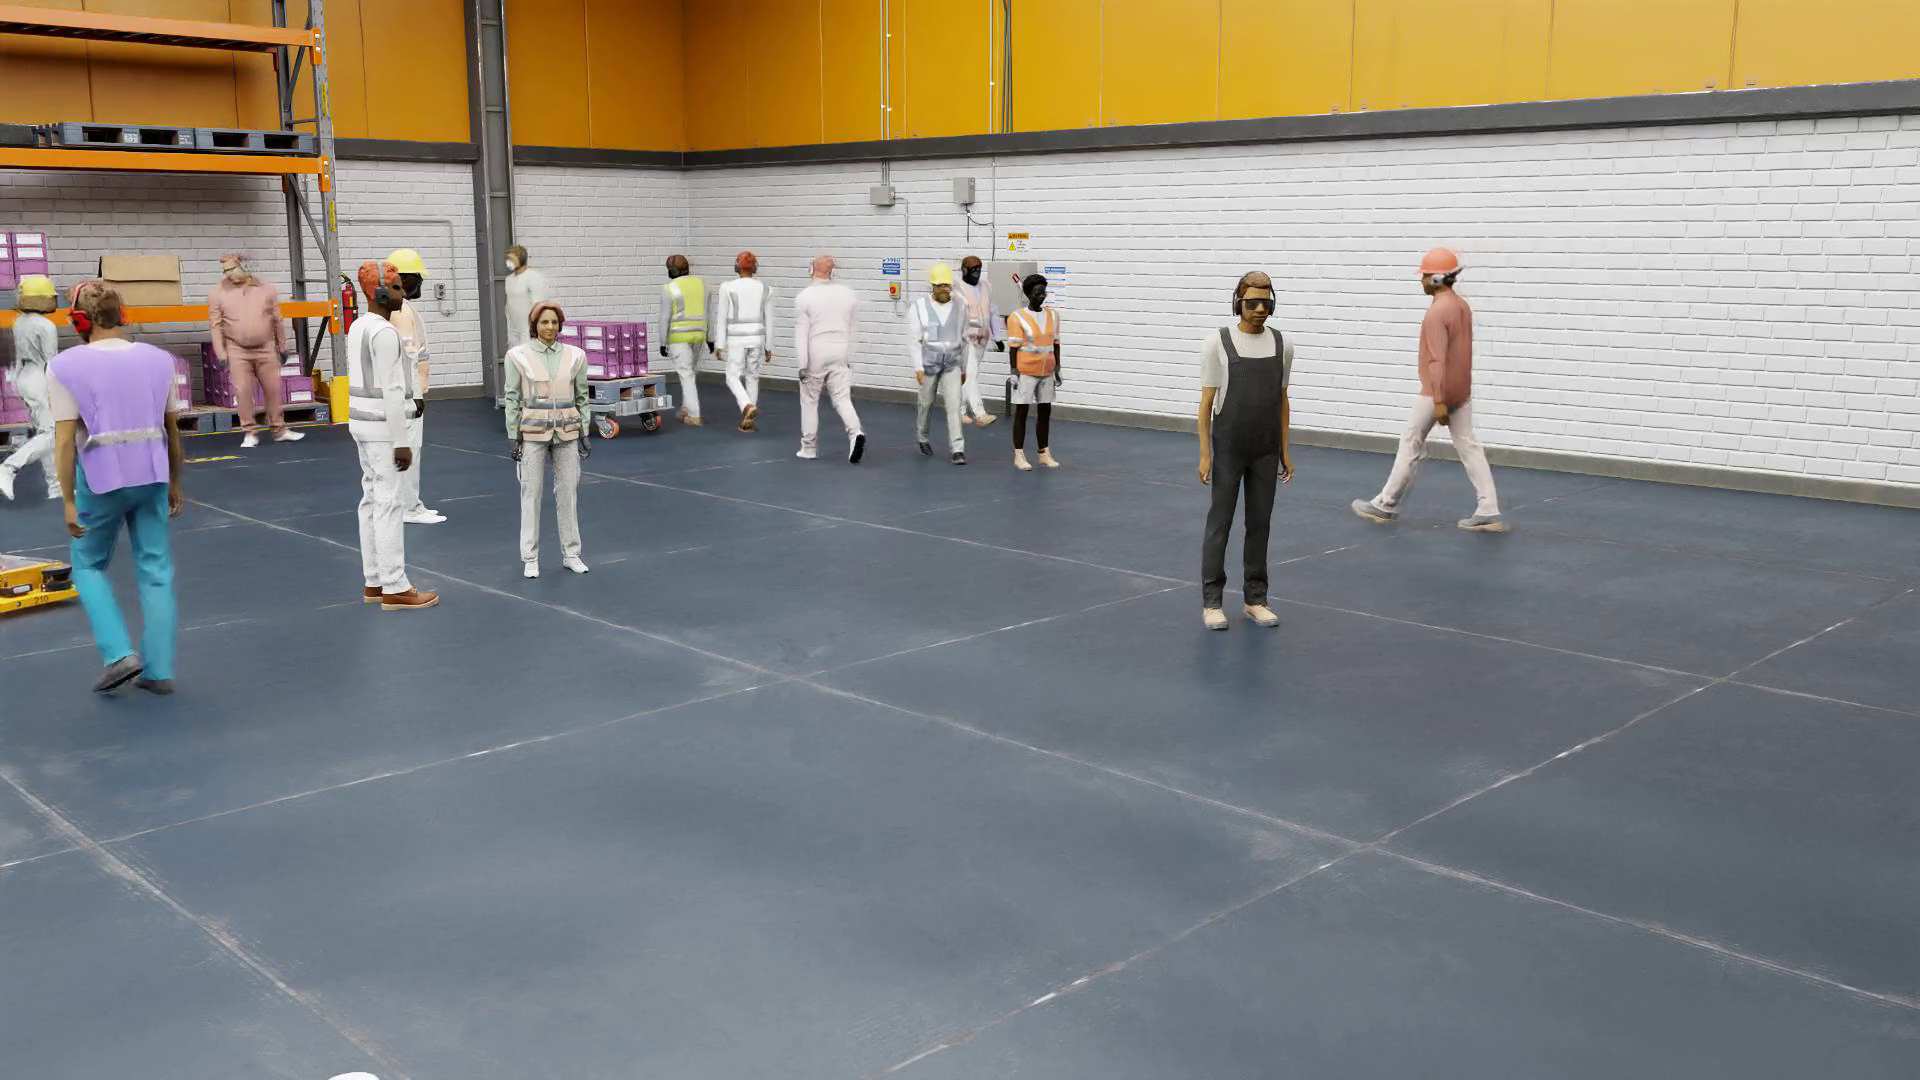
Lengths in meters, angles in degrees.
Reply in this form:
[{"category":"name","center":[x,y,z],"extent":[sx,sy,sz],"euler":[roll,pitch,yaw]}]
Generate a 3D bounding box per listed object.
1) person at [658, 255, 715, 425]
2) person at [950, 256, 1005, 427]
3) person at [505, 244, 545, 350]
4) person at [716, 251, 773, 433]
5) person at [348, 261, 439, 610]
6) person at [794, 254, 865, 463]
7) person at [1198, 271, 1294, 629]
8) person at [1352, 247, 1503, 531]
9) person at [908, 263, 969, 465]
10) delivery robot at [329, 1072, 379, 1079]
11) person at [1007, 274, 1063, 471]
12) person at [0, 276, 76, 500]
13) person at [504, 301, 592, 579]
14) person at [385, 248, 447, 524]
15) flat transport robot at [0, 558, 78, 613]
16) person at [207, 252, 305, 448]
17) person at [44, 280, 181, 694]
[{"category":"person","center":[-3.024,-2.145,17.867],"extent":[0.776,1.810,0.638],"euler":[10,15,44]},{"category":"person","center":[0.184,-2.102,17.672],"extent":[0.622,1.798,0.902],"euler":[-9,14,-41]},{"category":"person","center":[-4.715,-2.270,18.242],"extent":[0.535,1.927,0.626],"euler":[-10,14,-44]},{"category":"person","center":[-2.172,-1.999,16.910],"extent":[0.601,1.869,0.613],"euler":[-5,12,-25]},{"category":"person","center":[-3.126,-0.564,9.051],"extent":[0.362,1.882,0.576],"euler":[-7,13,-34]},{"category":"person","center":[-1.170,-1.615,14.842],"extent":[0.633,1.869,0.890],"euler":[-6,12,-31]},{"category":"person","center":[1.473,-0.456,8.568],"extent":[0.517,1.842,0.327],"euler":[-3,11,-14]},{"category":"person","center":[3.299,-1.030,11.460],"extent":[1.053,1.940,0.615],"euler":[9,14,42]},{"category":"person","center":[-0.193,-1.593,14.955],"extent":[0.575,1.783,0.953],"euler":[-2,11,-13]},{"category":"delivery robot","center":[-1.051,1.178,2.912],"extent":[0.707,0.478,0.477],"euler":[-1,11,-4]},{"category":"person","center":[0.640,-1.442,14.362],"extent":[0.537,1.694,0.319],"euler":[-6,12,-31]},{"category":"person","center":[-7.049,-1.131,12.594],"extent":[0.492,1.725,0.665],"euler":[7,12,33]},{"category":"person","center":[-2.449,-0.600,9.909],"extent":[0.513,1.641,0.307],"euler":[-6,12,-30]},{"category":"person","center":[-3.880,-1.077,11.720],"extent":[0.360,1.929,0.587],"euler":[-5,12,-26]},{"category":"flat transport robot","center":[-5.616,0.222,9.164],"extent":[1.431,0.197,0.652],"euler":[5,11,25]},{"category":"person","center":[-6.747,-1.808,15.903],"extent":[0.780,1.864,0.482],"euler":[-8,13,-36]},{"category":"person","center":[-3.664,-0.212,7.288],"extent":[0.455,1.826,0.583],"euler":[9,14,41]}]
